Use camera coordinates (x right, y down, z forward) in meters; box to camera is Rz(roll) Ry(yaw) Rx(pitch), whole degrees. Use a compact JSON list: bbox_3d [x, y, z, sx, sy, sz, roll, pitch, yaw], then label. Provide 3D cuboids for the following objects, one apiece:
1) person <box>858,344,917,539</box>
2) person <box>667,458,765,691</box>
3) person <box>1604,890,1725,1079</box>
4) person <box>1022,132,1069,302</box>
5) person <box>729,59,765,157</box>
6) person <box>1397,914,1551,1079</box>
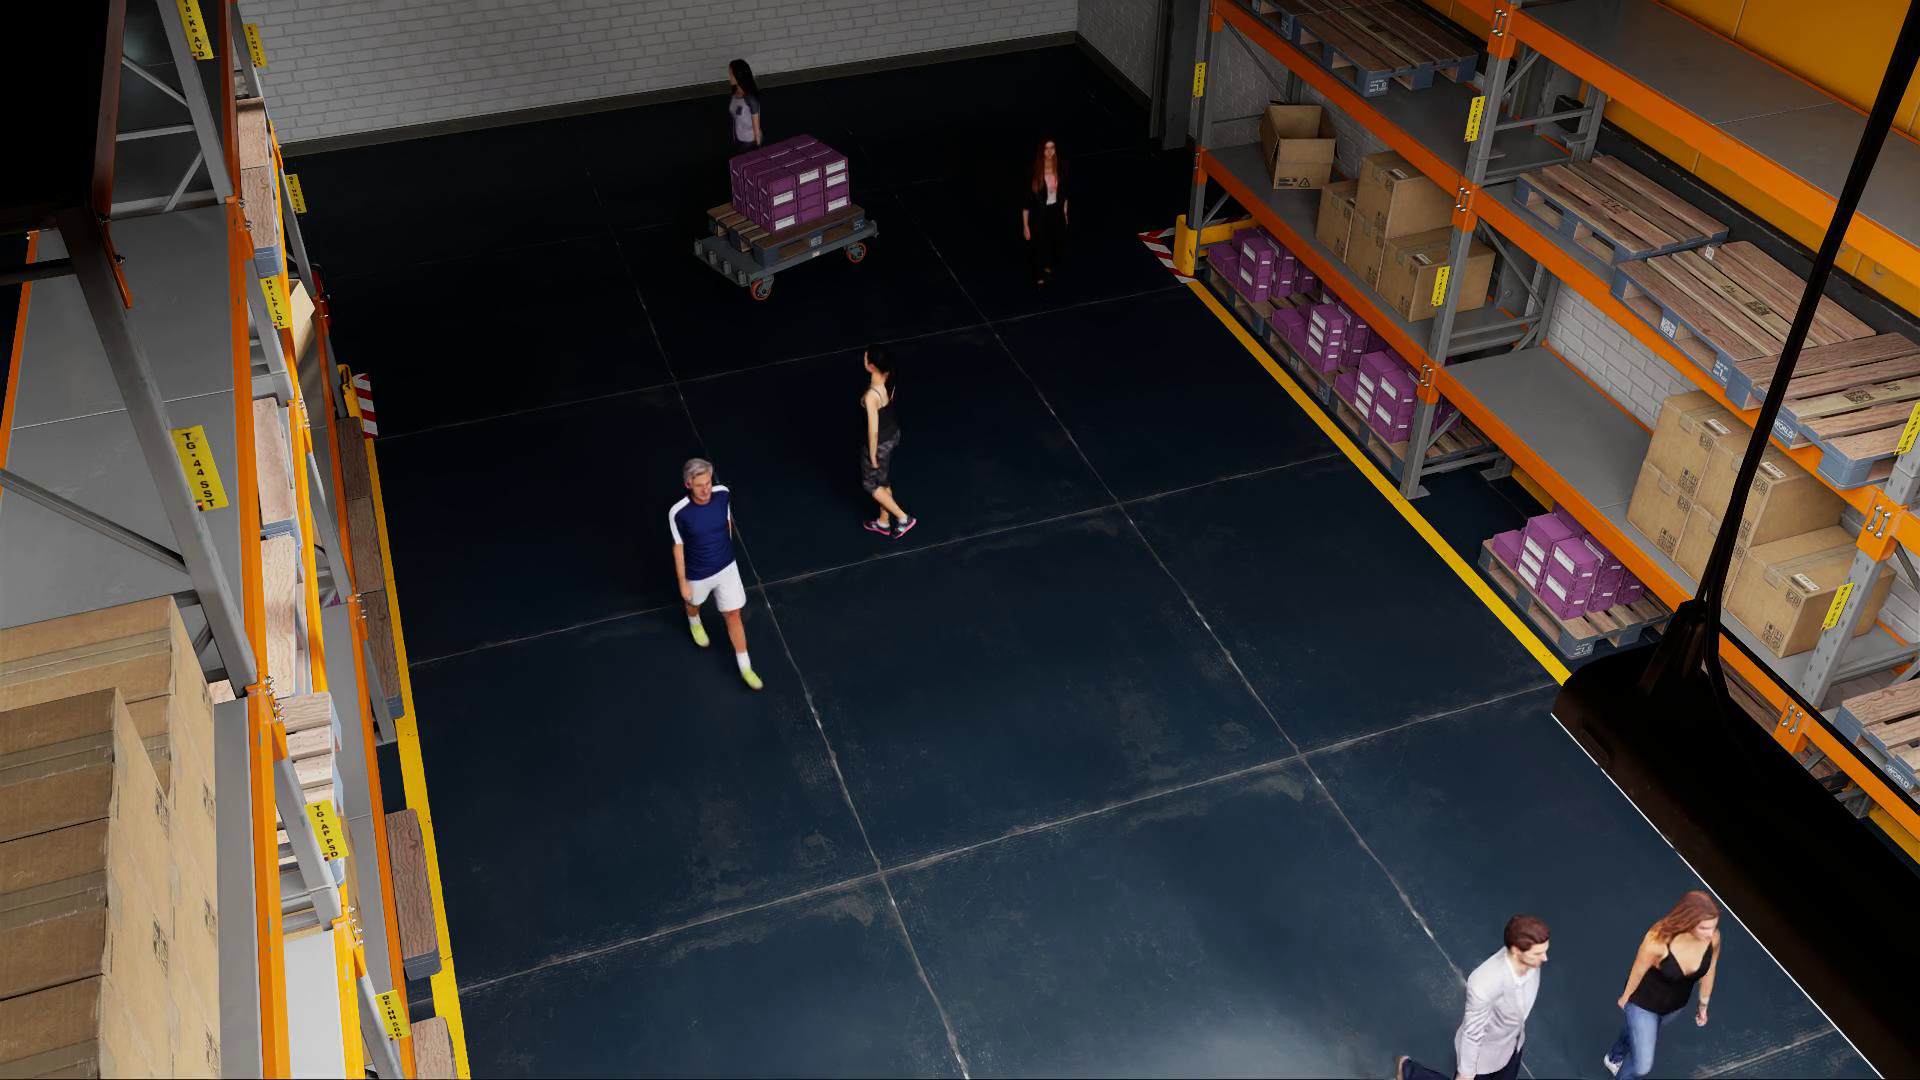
[{"bbox_3d":[-0.528,-0.711,12.676,0.849,1.715,0.783,18,42,21],"label":"person"},{"bbox_3d":[-1.801,0.142,11.551,0.846,1.786,1.254,-22,44,-25],"label":"person"},{"bbox_3d":[3.661,2.367,8.832,0.585,1.703,0.720,-12,40,-14],"label":"person"},{"bbox_3d":[0.778,-3.094,15.672,0.642,1.701,0.612,-11,40,-14],"label":"person"},{"bbox_3d":[-2.082,-4.089,16.927,0.812,1.688,0.935,-24,44,-27],"label":"person"},{"bbox_3d":[2.650,2.521,8.534,0.835,1.834,1.043,-24,44,-27],"label":"person"}]
